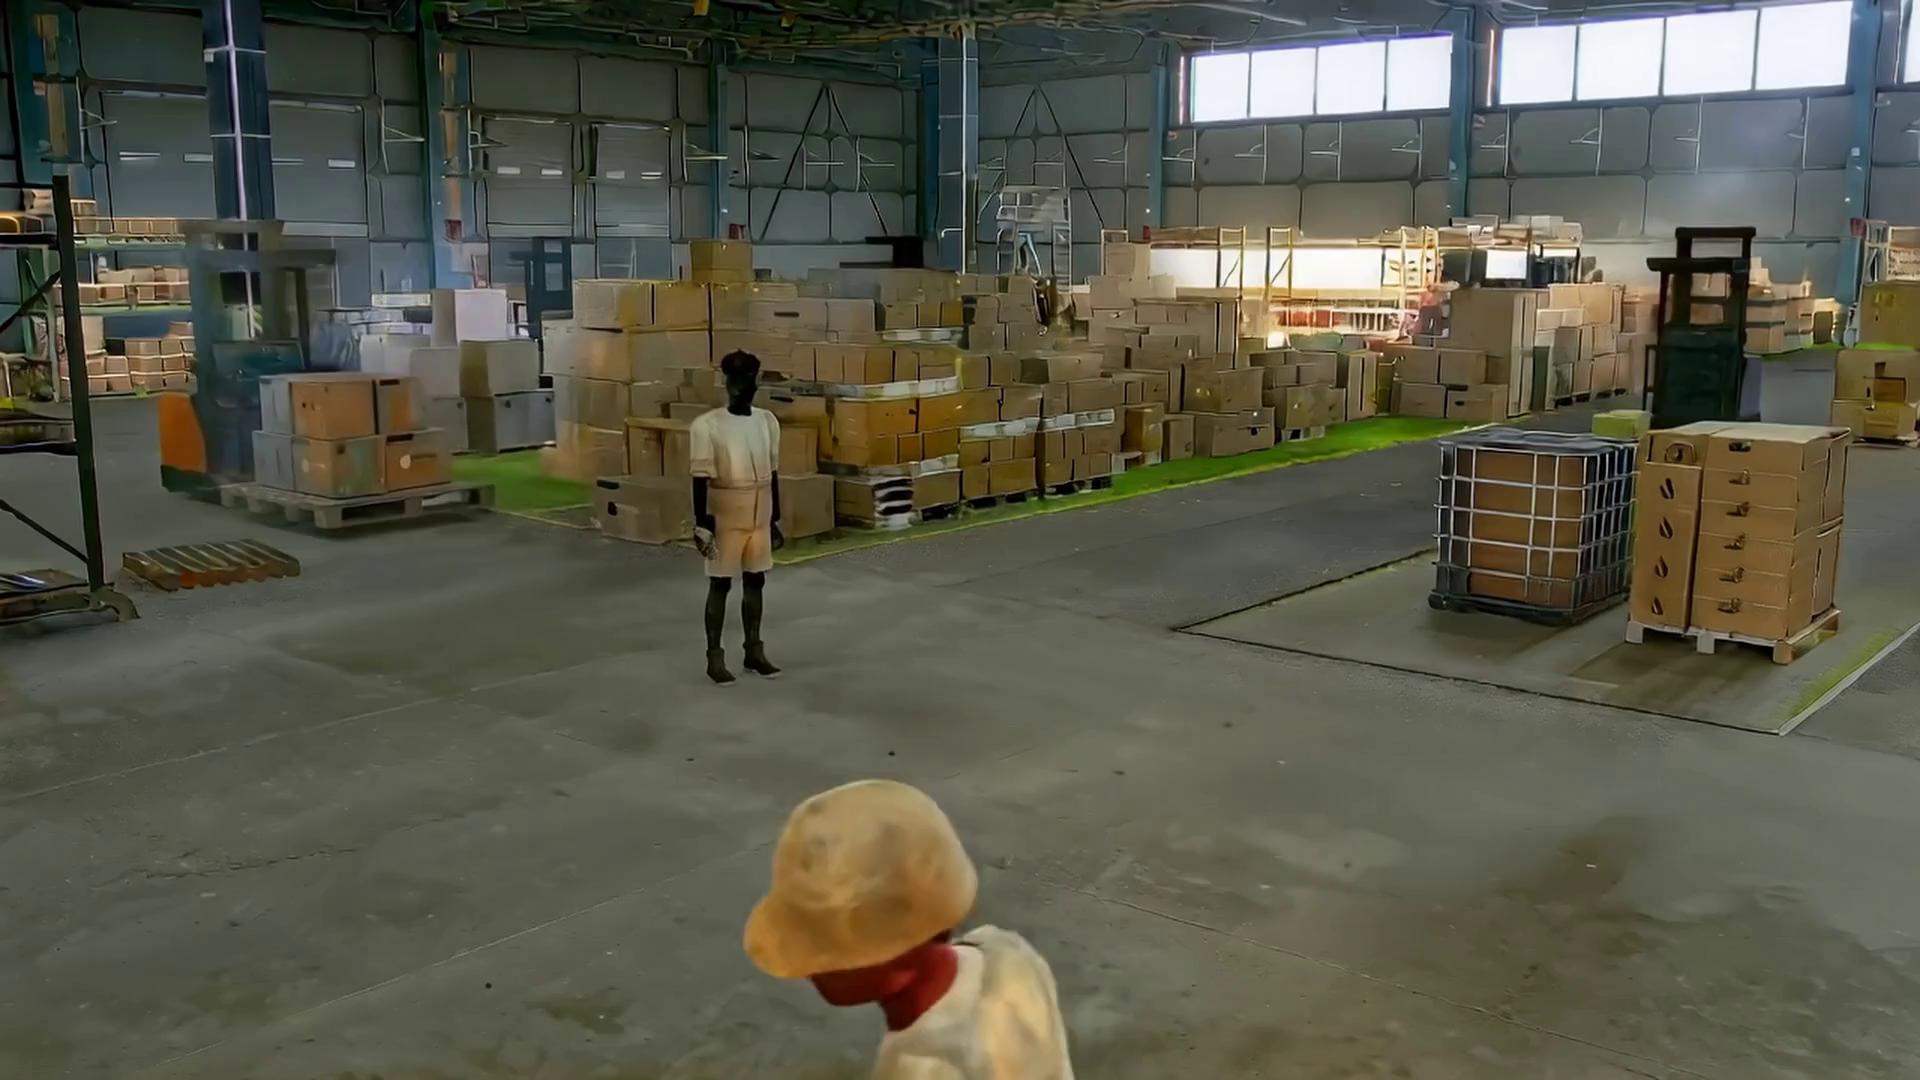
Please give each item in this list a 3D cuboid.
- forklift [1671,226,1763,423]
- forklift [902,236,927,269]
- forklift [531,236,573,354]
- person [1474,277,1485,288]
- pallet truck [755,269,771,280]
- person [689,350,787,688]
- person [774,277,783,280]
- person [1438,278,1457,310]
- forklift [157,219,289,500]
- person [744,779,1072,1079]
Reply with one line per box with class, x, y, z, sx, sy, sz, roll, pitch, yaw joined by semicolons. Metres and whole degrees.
forklift;10.060;-2.806;22.367;1.129;2.768;1.873;8;13;39
forklift;-1.076;-5.777;39.284;1.873;2.768;1.129;2;10;14
forklift;-9.601;-5.790;39.356;1.873;2.768;1.129;8;13;40
person;11.909;-5.095;38.261;0.646;1.886;1.060;6;12;31
pallet truck;-4.996;-6.432;45.525;1.885;1.965;0.823;-6;12;-32
person;-1.284;-0.127;9.720;0.614;1.962;0.366;-9;13;-40
person;-4.116;-5.089;38.220;0.340;1.880;0.599;1;10;4
person;10.044;-4.389;34.110;0.543;1.928;0.391;1;10;4
forklift;-7.302;-1.846;16.900;1.873;2.768;1.129;8;13;40
person;-0.048;1.205;2.397;0.884;1.870;0.626;2;10;10
